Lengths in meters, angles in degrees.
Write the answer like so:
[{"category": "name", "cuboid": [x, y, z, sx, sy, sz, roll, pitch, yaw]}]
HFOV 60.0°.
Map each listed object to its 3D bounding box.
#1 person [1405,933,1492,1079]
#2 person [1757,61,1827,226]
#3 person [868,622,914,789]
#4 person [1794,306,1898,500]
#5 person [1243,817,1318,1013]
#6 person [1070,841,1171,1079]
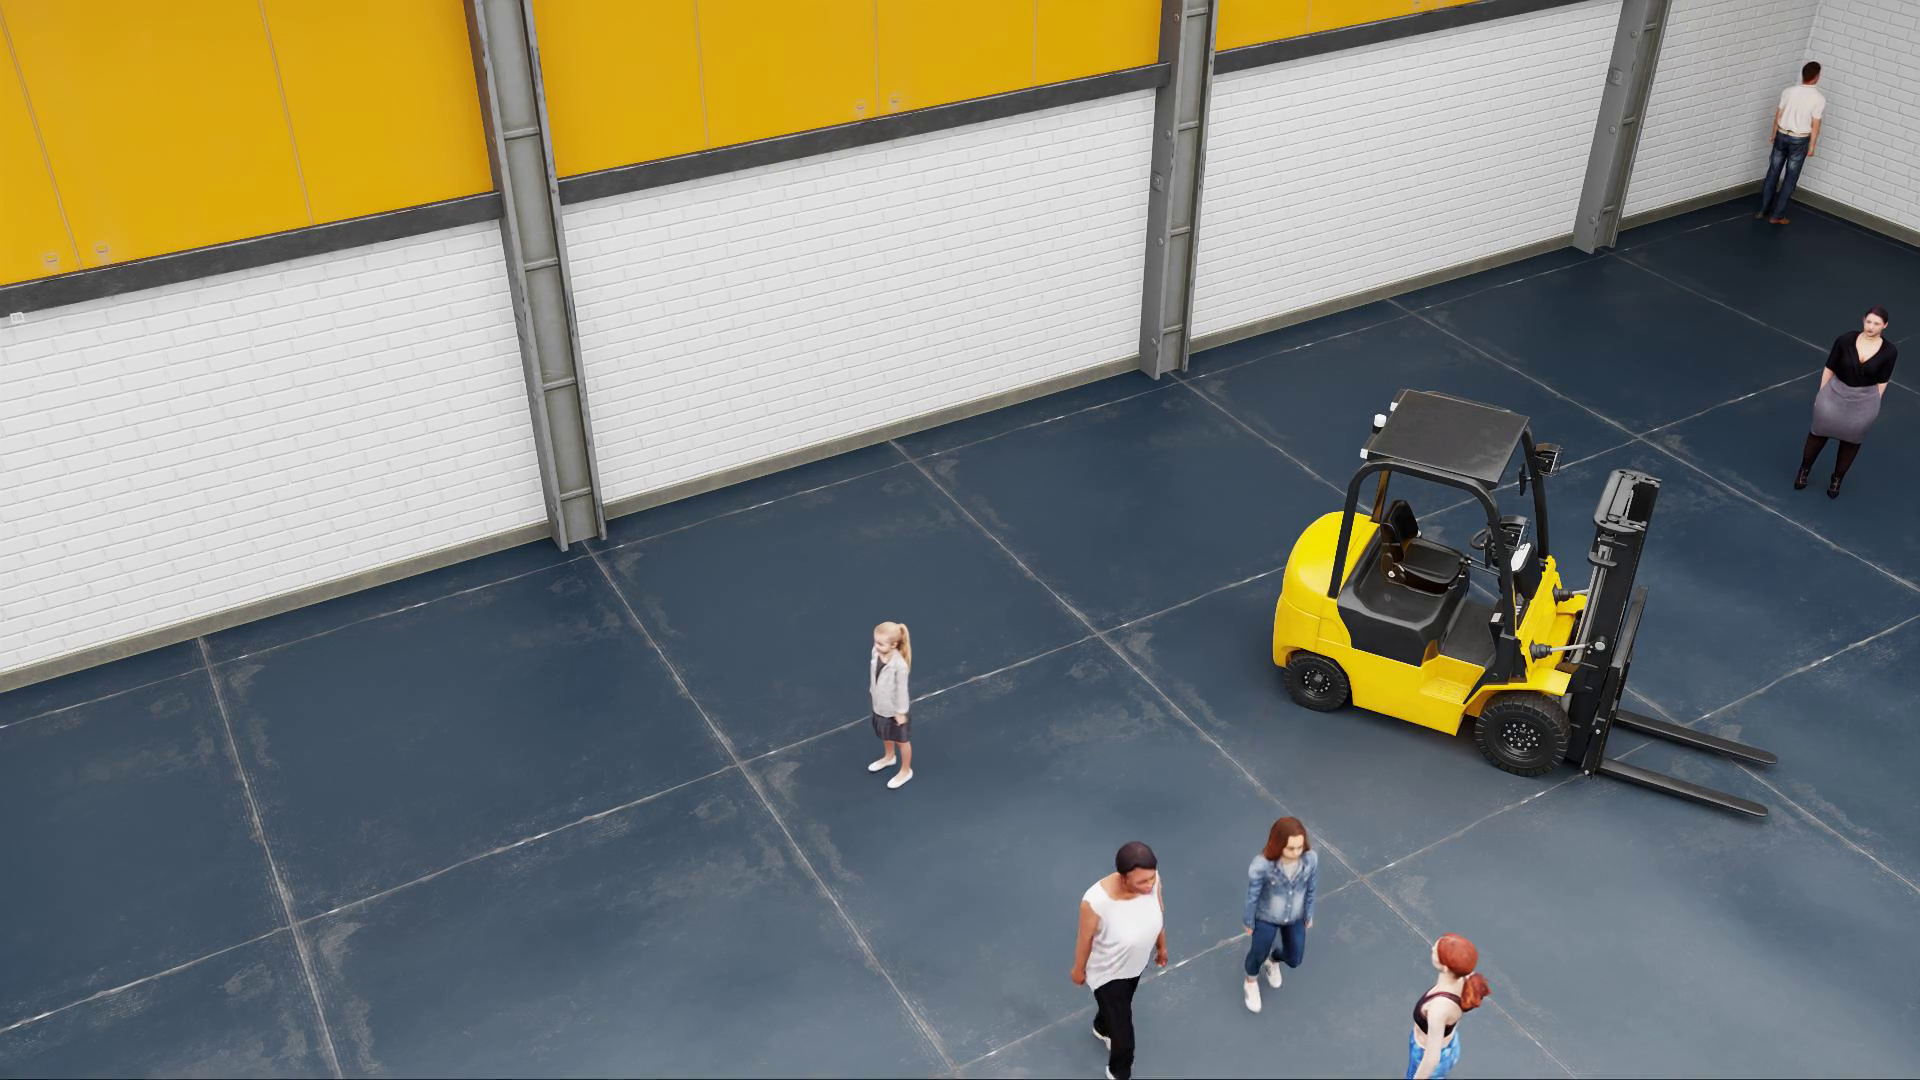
[{"category": "person", "cuboid": [2.353, 2.626, 8.317, 0.703, 1.784, 0.600, 24, 40, 31]}, {"category": "person", "cuboid": [9.521, -4.569, 19.066, 0.714, 1.867, 0.710, -24, 40, -31]}, {"category": "person", "cuboid": [-0.460, 1.074, 11.111, 0.566, 1.275, 0.545, -26, 41, -33]}, {"category": "person", "cuboid": [7.505, -1.177, 14.060, 0.769, 1.760, 0.782, 19, 38, 26]}, {"category": "person", "cuboid": [1.793, 2.087, 9.418, 0.636, 1.462, 0.717, -6, 34, -9]}, {"category": "person", "cuboid": [0.829, 2.222, 9.028, 0.772, 1.670, 0.796, -24, 41, -32]}]
